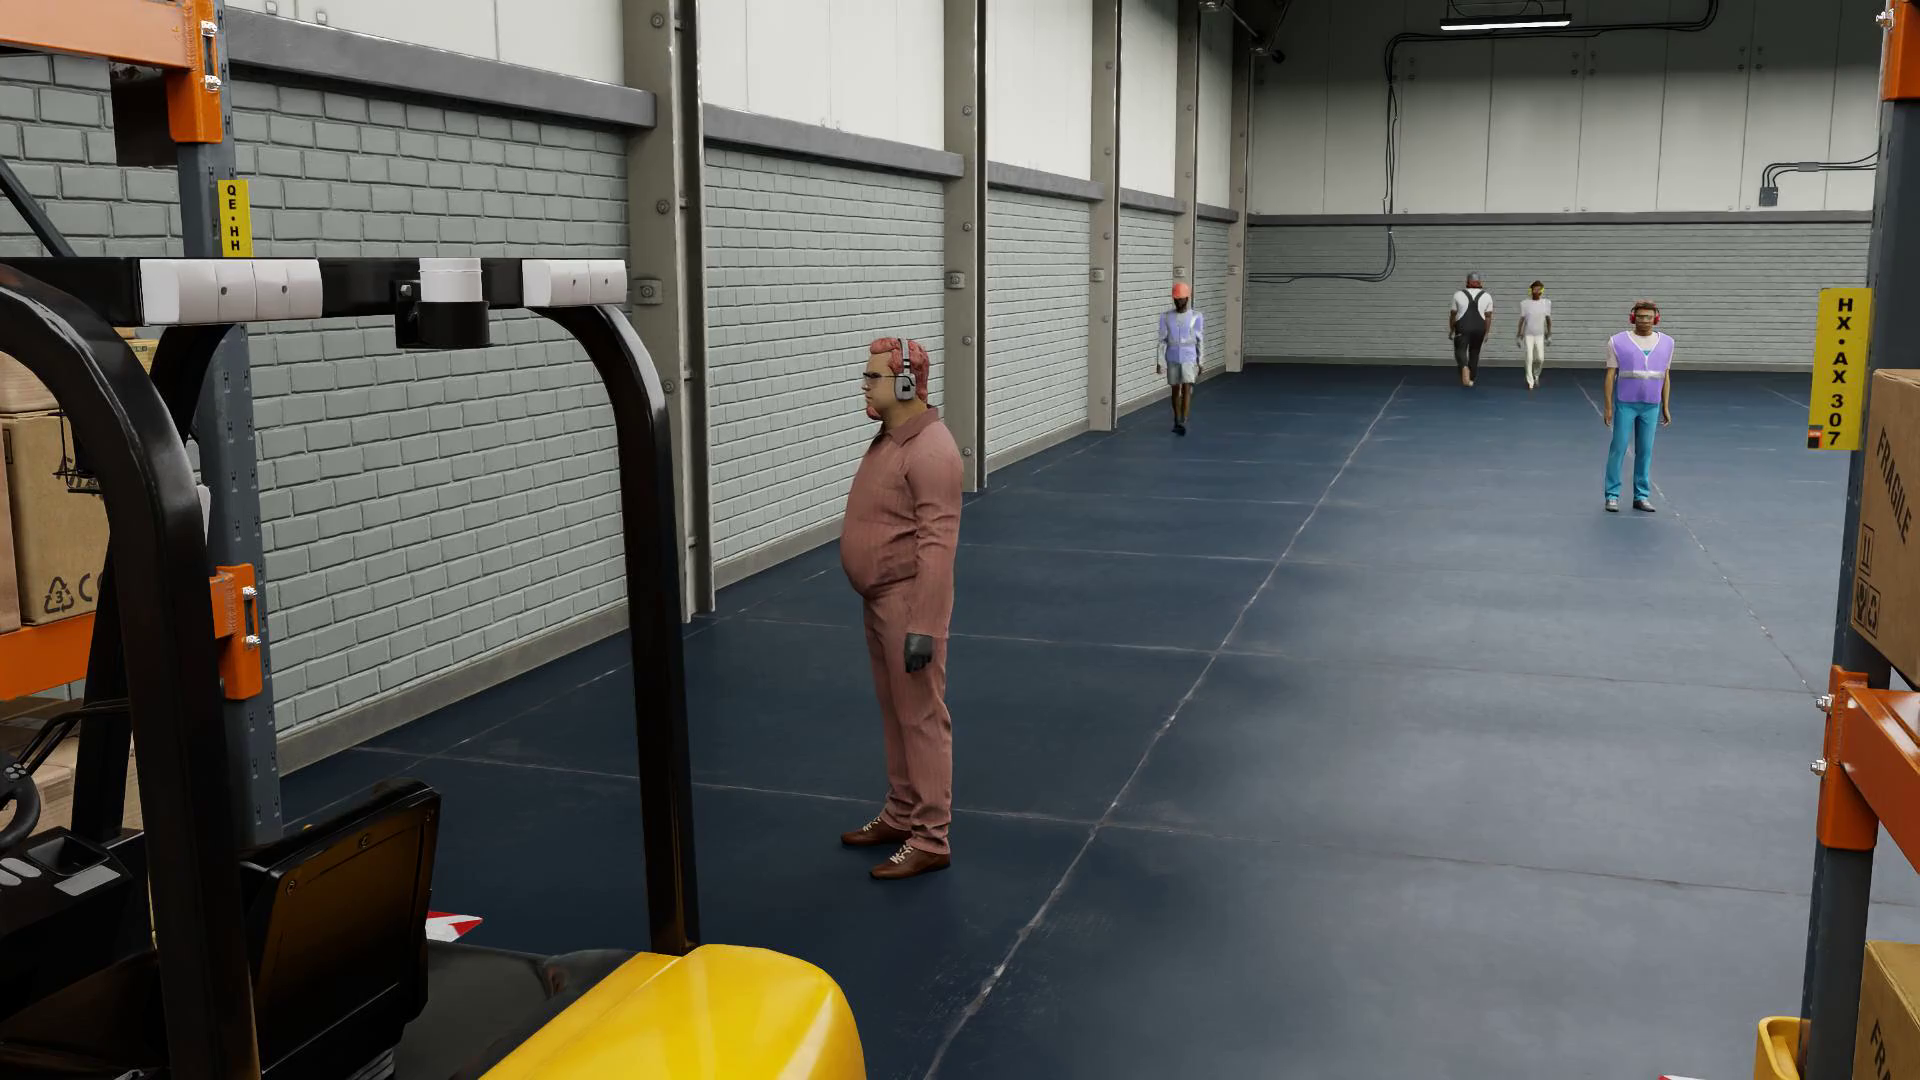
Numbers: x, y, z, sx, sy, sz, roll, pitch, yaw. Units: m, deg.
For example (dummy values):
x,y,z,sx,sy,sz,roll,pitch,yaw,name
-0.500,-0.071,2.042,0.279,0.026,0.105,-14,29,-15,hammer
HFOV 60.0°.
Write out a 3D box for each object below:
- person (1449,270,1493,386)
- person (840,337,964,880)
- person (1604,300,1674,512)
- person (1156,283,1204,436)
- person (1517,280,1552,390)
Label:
x,y,z,sx,sy,sz,roll,pitch,yaw,name
8.842,-3.666,28.771,0.693,2.000,0.770,2,10,10,person
-0.221,0.238,5.916,0.407,1.910,0.639,-3,10,-18,person
5.874,-1.162,14.447,0.568,1.840,0.374,0,10,0,person
2.732,-2.245,20.765,0.570,1.883,0.987,3,10,17,person
9.669,-3.438,27.990,0.569,1.848,0.409,2,10,13,person
